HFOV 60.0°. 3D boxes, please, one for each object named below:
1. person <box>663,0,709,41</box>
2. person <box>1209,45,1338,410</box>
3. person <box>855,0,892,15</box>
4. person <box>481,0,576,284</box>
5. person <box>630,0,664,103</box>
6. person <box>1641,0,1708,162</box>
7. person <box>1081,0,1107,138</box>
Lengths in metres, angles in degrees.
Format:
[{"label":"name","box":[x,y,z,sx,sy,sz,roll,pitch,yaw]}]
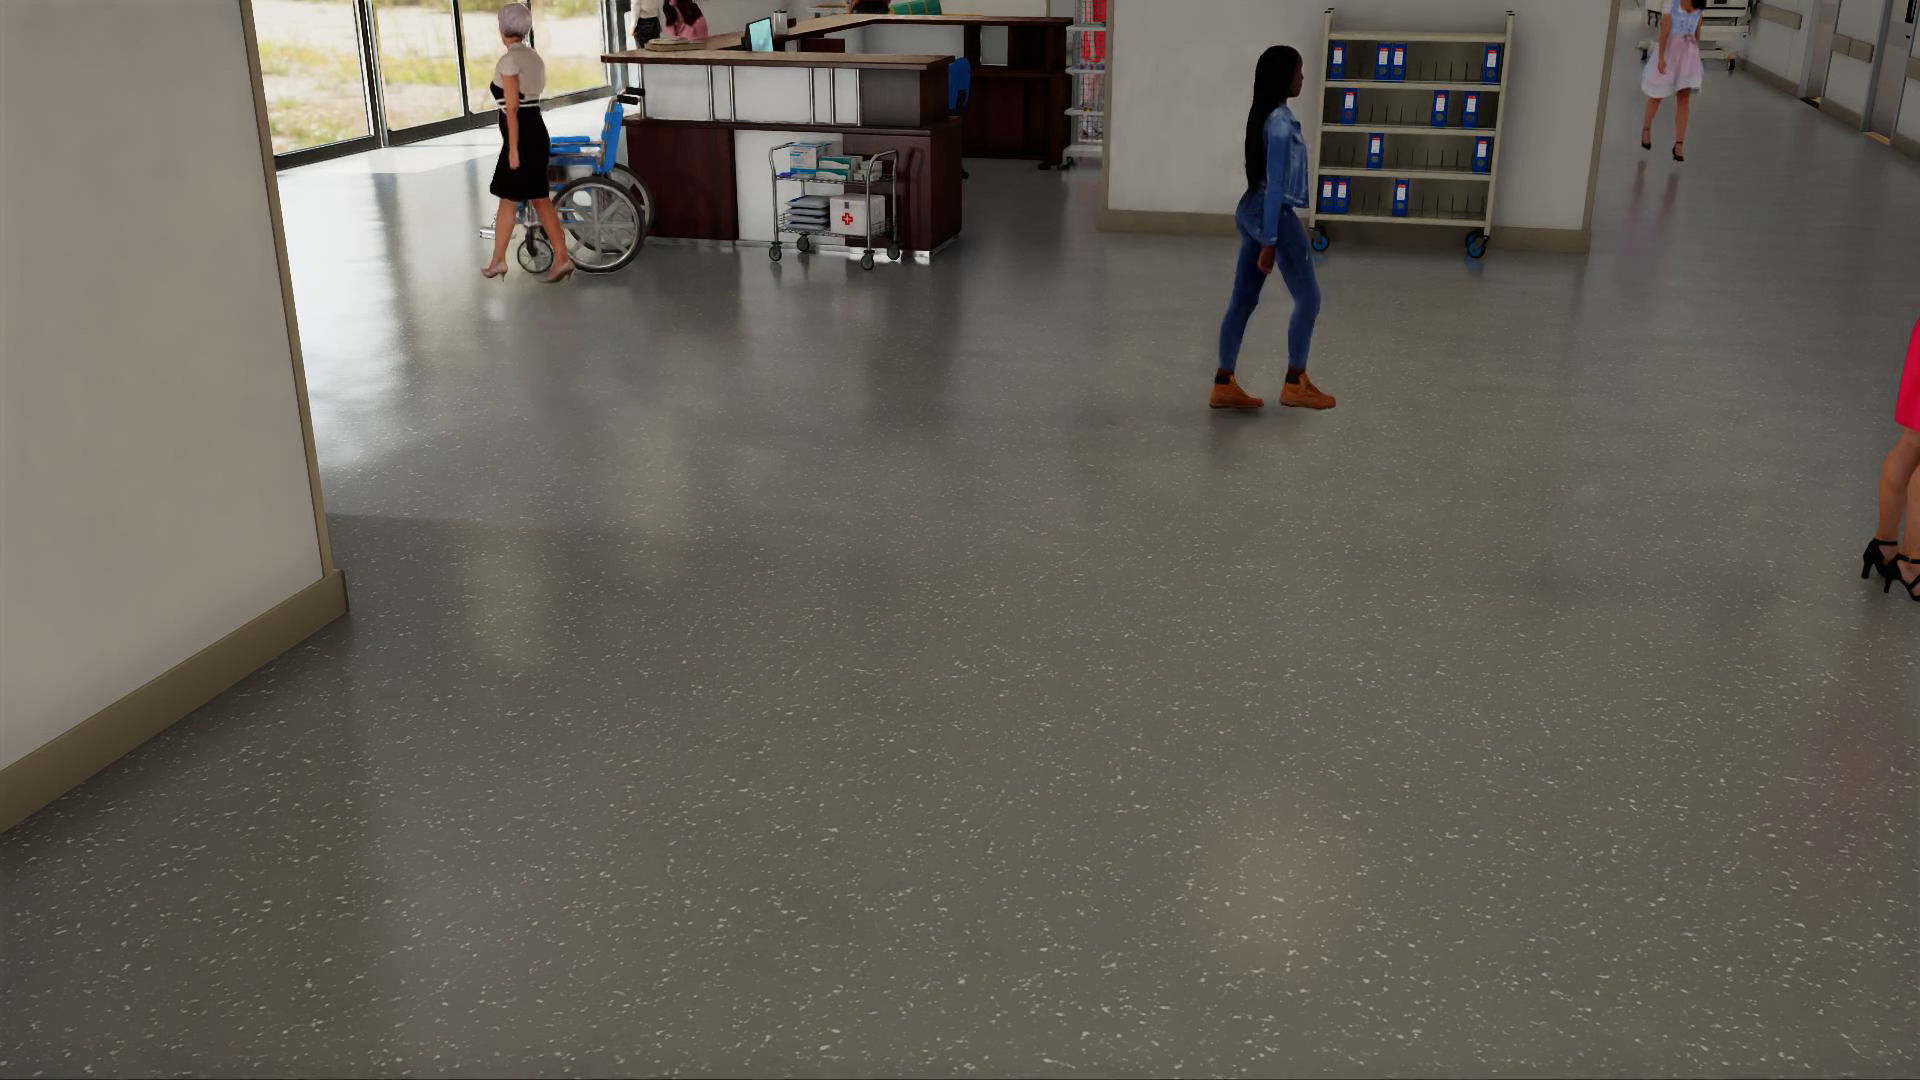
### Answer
[{"label":"person","box":[-2.161,-3.762,13.899,1.126,1.744,0.947,14,25,32]},{"label":"person","box":[1.353,-1.426,7.797,0.922,1.698,0.776,-2,21,-5]},{"label":"person","box":[-0.981,-5.125,17.714,1.033,1.593,0.860,12,24,29]},{"label":"person","box":[-2.645,-2.450,10.474,0.852,1.716,0.675,4,21,10]},{"label":"person","box":[-3.920,-6.437,20.869,0.693,1.811,0.735,15,25,34]},{"label":"person","box":[6.782,-4.534,15.904,1.184,1.768,0.861,1,21,4]},{"label":"person","box":[1.438,-5.255,17.723,0.556,1.828,0.620,9,23,23]}]
